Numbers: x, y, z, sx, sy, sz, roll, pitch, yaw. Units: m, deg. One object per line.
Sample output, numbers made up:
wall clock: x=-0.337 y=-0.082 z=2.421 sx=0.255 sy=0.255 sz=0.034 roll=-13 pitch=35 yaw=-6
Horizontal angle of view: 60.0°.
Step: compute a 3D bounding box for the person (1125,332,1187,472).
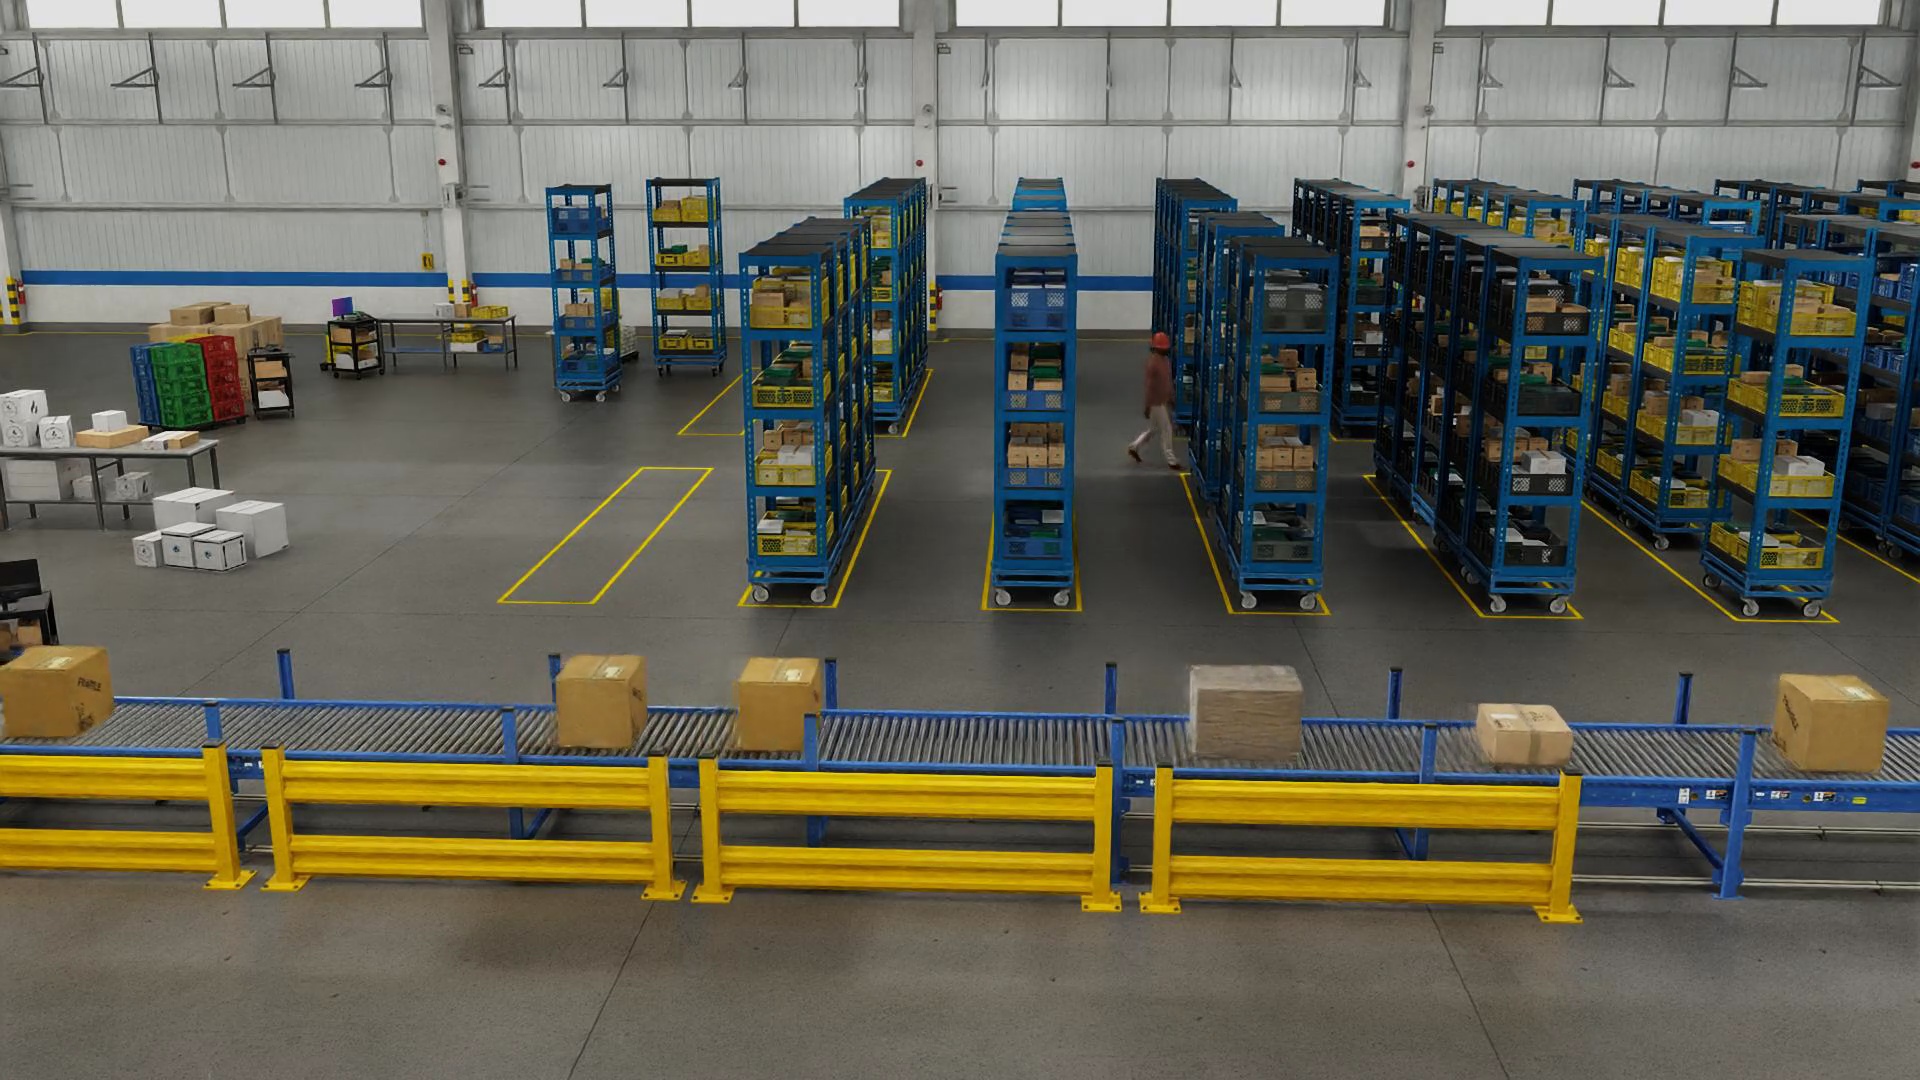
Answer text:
person: x=2.742 y=-1.938 z=23.073 sx=0.944 sy=1.944 sz=0.653 roll=8 pitch=17 yaw=28
